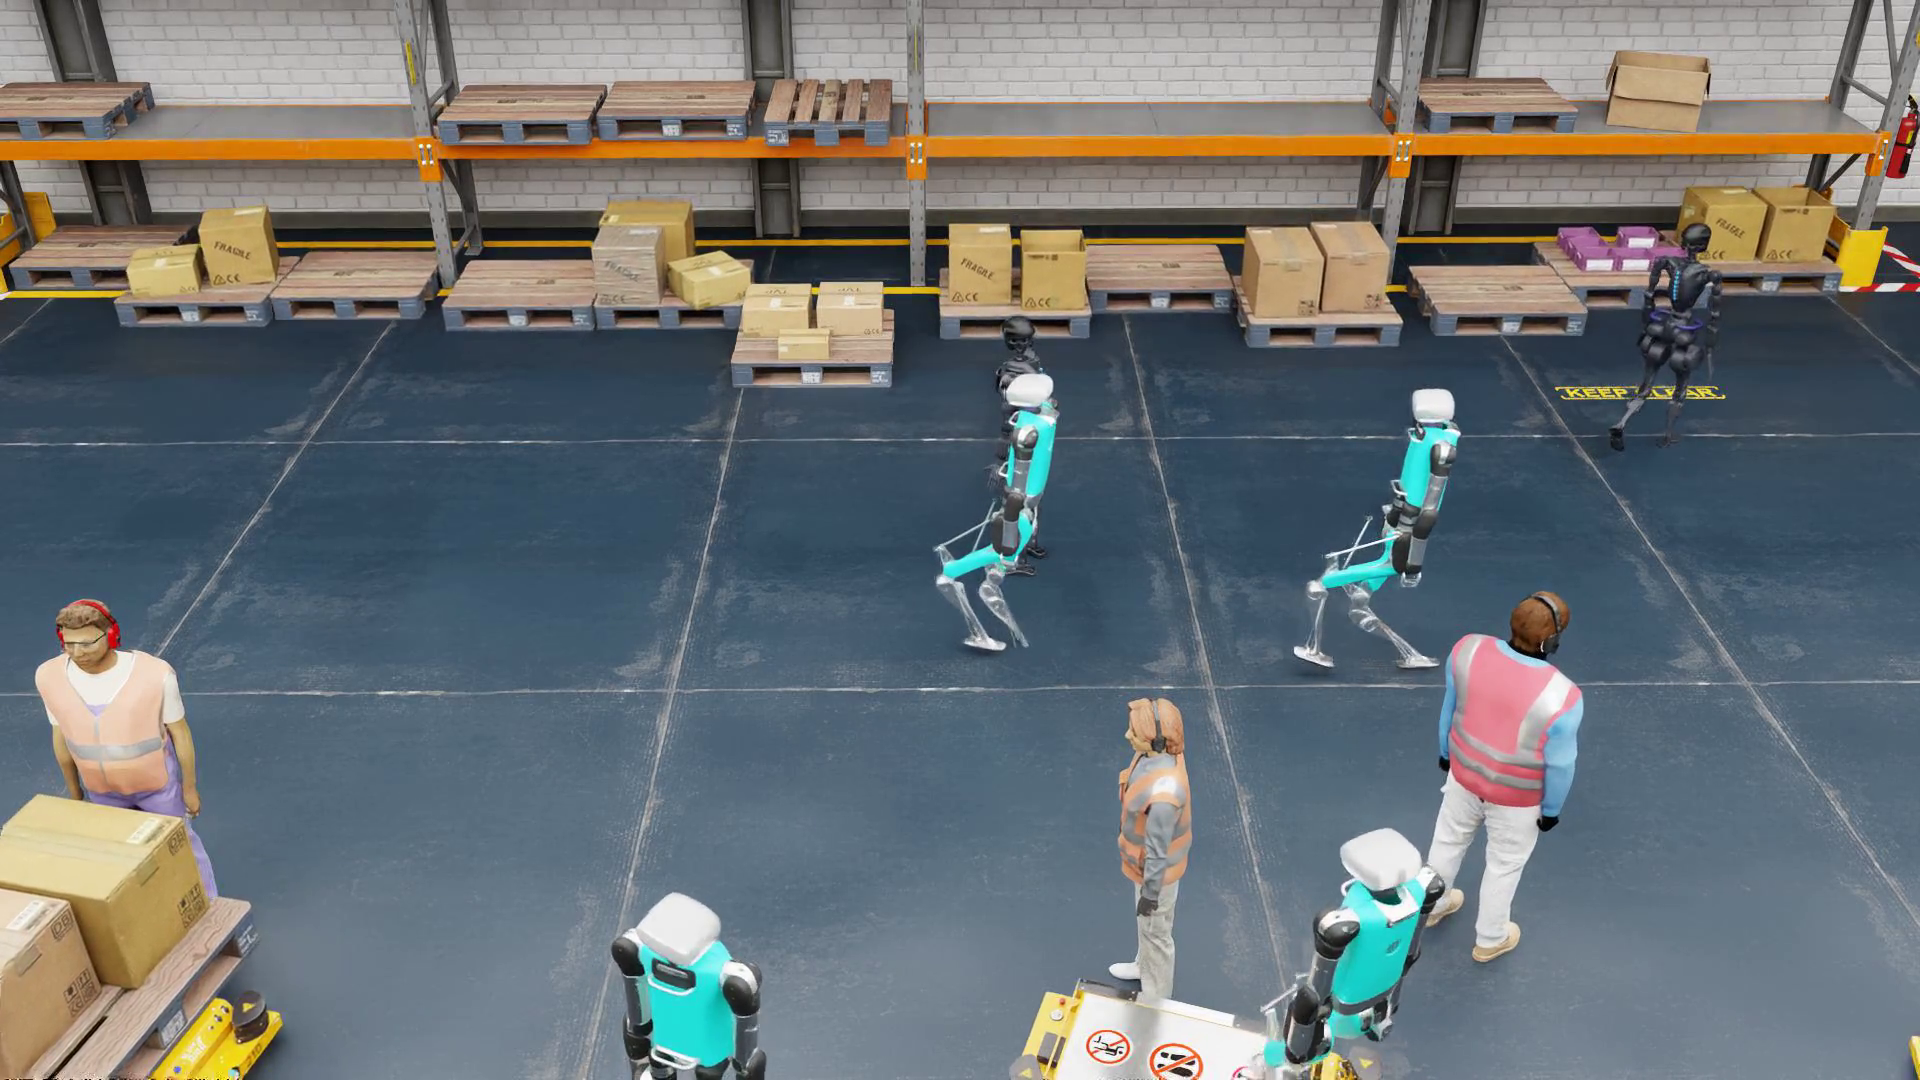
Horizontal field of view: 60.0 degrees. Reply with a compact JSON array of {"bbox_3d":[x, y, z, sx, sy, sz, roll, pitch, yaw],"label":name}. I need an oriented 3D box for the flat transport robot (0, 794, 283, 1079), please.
[{"bbox_3d":[-3.660,2.088,6.935,1.431,0.231,0.659,7,32,11],"label":"flat transport robot"}]

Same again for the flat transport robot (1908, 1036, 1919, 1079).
[{"bbox_3d":[4.603,2.321,6.547,1.431,0.231,0.659,8,32,13],"label":"flat transport robot"}]

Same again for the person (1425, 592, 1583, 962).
[{"bbox_3d":[2.343,1.019,7.202,0.431,1.837,0.630,-25,39,-35],"label":"person"}]

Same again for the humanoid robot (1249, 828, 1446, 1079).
[{"bbox_3d":[1.281,1.687,6.223,0.530,1.804,0.800,-17,35,-27],"label":"humanoid robot"}]

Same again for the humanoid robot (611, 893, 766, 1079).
[{"bbox_3d":[-0.966,2.028,5.597,0.533,1.787,0.615,13,33,20],"label":"humanoid robot"}]

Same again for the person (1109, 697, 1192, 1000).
[{"bbox_3d":[0.792,1.328,6.875,0.313,1.633,0.514,3,31,4],"label":"person"}]

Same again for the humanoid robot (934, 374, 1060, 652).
[{"bbox_3d":[0.150,-0.090,9.159,0.764,1.800,0.544,9,32,15],"label":"humanoid robot"}]

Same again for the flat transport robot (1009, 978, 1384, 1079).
[{"bbox_3d":[0.952,2.211,6.731,1.431,0.231,0.659,10,32,16],"label":"flat transport robot"}]

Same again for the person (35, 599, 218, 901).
[{"bbox_3d":[-3.543,1.037,7.150,0.565,1.850,0.390,-2,31,-4],"label":"person"}]

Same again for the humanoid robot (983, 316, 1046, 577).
[{"bbox_3d":[0.355,-0.561,9.966,0.315,1.655,0.599,12,33,19],"label":"humanoid robot"}]

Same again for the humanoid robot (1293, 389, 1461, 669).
[{"bbox_3d":[2.186,0.009,9.017,1.025,1.767,0.536,1,31,1],"label":"humanoid robot"}]

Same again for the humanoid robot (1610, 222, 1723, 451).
[{"bbox_3d":[4.826,-1.354,11.312,0.627,1.632,0.601,-22,37,-32],"label":"humanoid robot"}]
